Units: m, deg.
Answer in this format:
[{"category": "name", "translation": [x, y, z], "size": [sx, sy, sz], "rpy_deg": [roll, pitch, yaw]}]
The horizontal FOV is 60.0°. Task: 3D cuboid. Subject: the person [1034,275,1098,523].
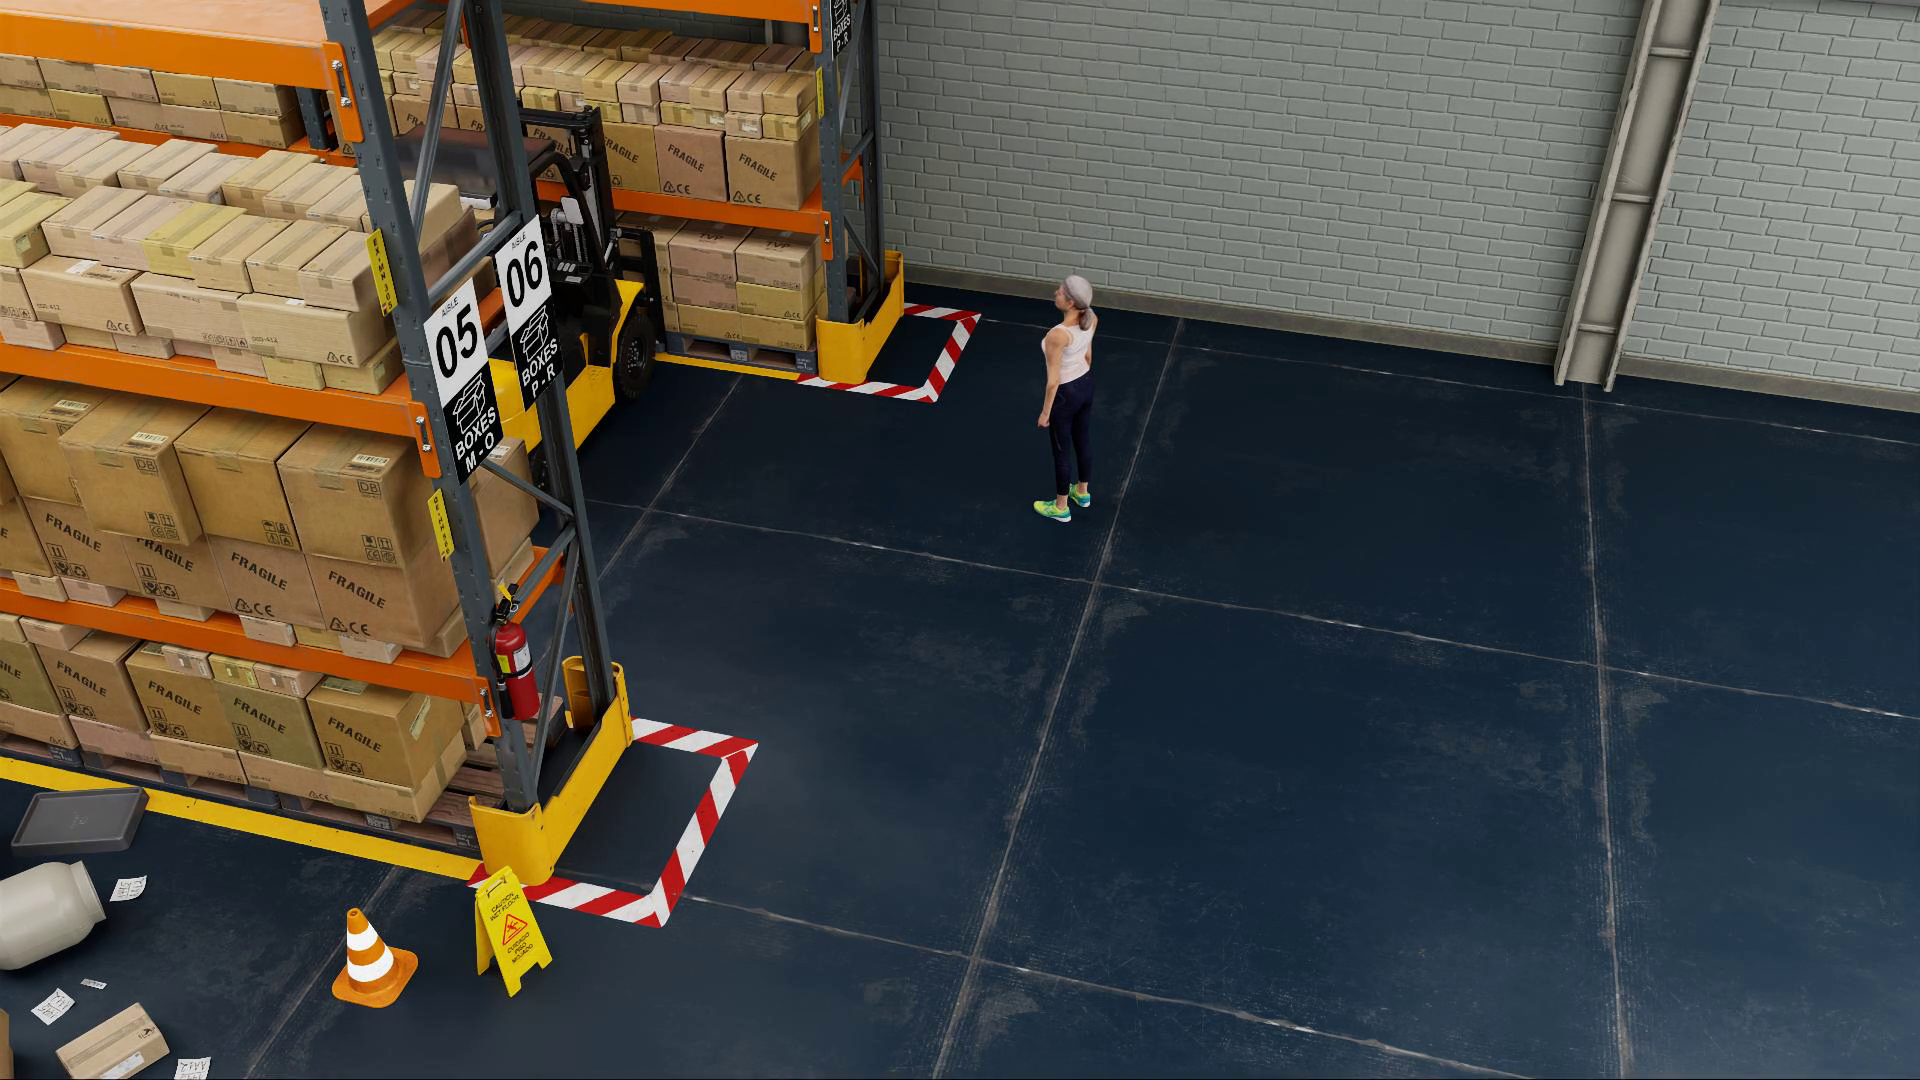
[{"category": "person", "translation": [0.693, -0.892, 10.451], "size": [0.678, 1.701, 0.681], "rpy_deg": [29, 46, 32]}]
